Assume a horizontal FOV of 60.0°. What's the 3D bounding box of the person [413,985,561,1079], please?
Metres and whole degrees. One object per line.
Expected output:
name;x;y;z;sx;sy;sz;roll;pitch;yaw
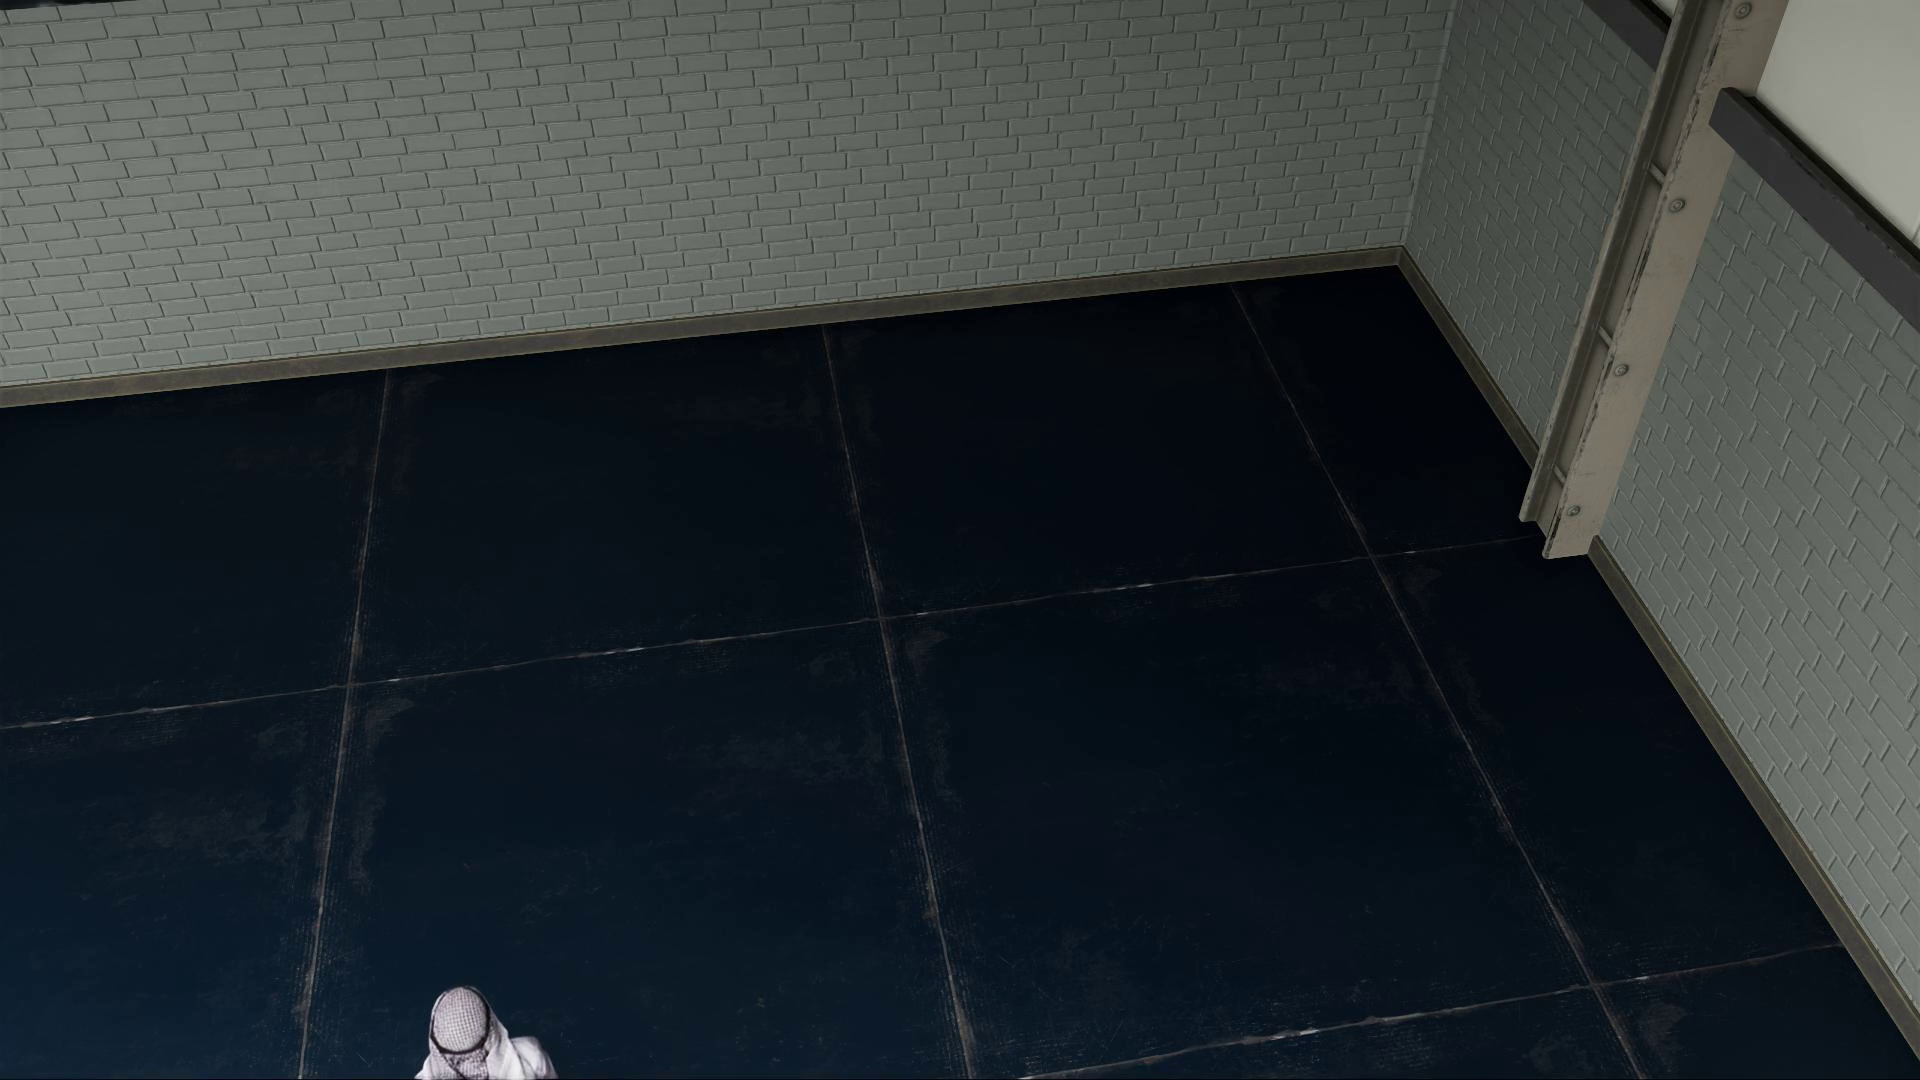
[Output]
person;-1.715;2.289;6.304;0.753;1.926;0.710;-17;46;-17
